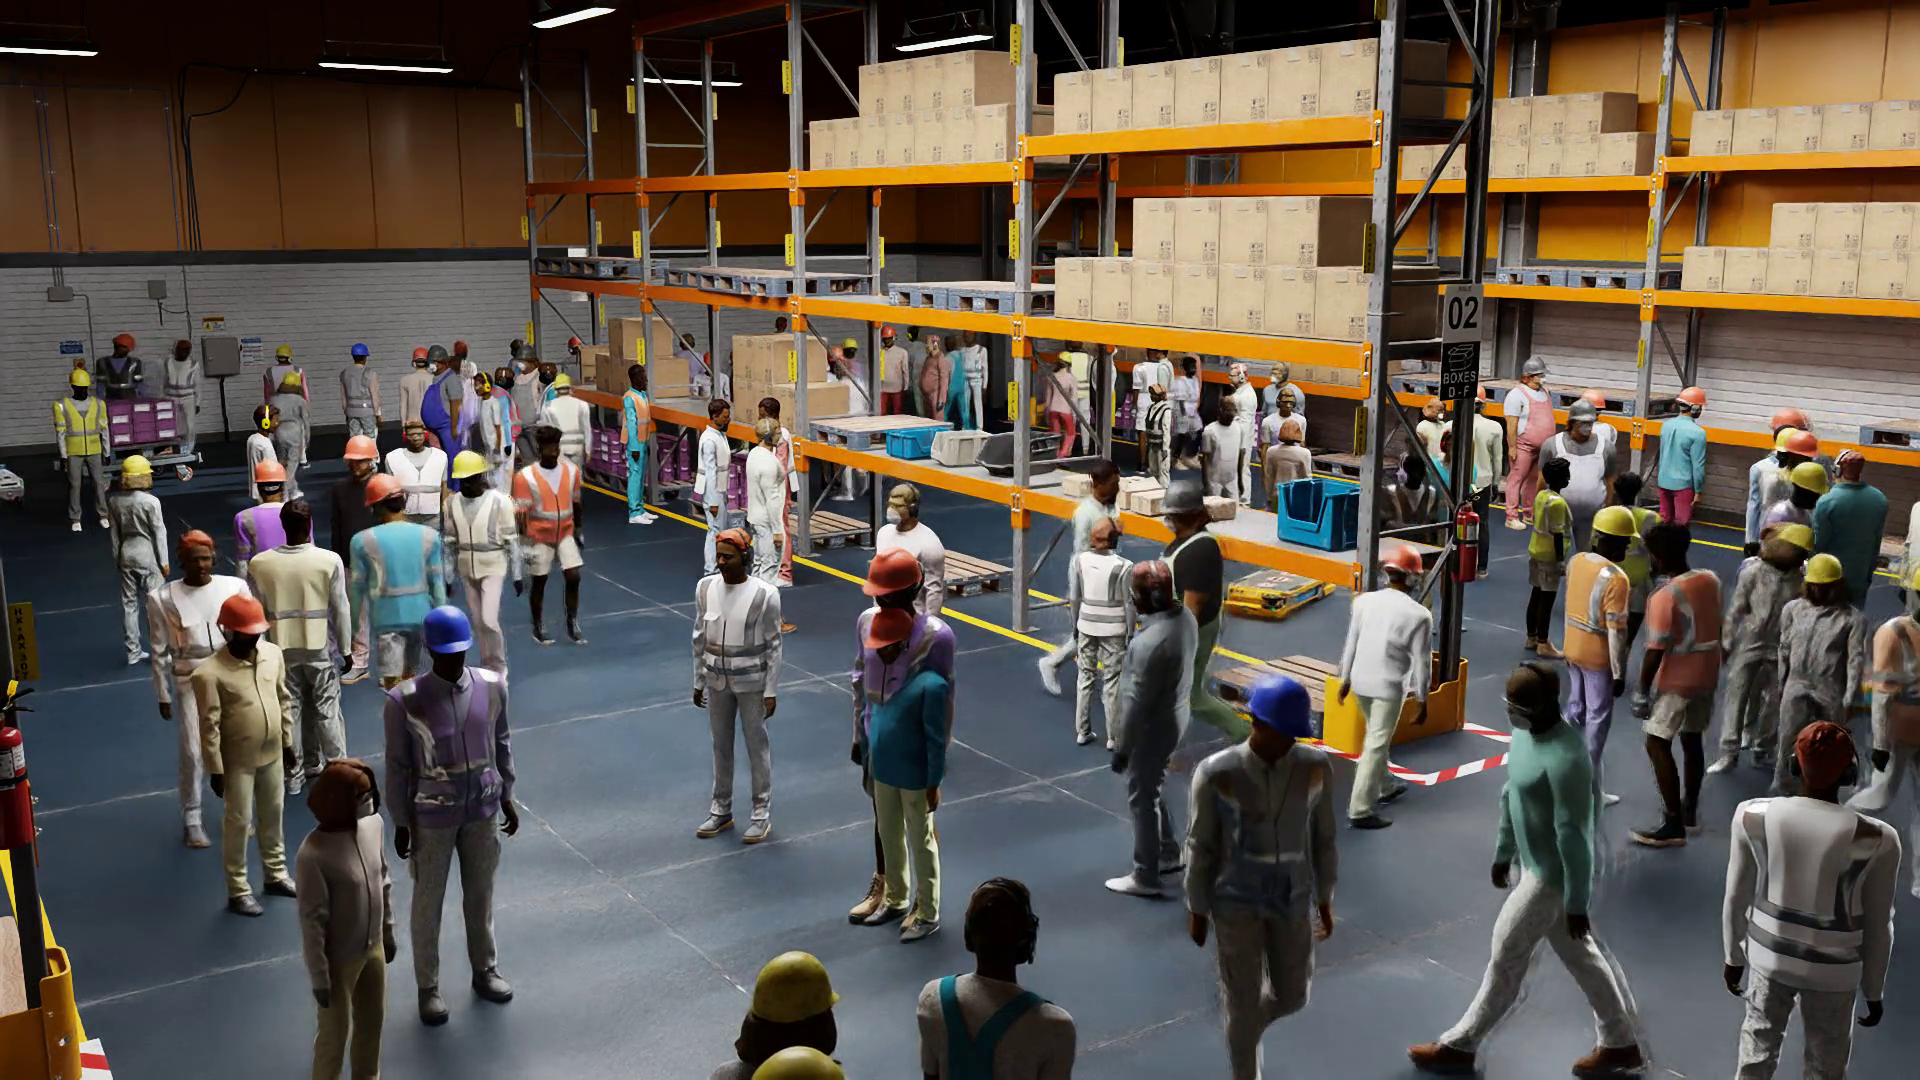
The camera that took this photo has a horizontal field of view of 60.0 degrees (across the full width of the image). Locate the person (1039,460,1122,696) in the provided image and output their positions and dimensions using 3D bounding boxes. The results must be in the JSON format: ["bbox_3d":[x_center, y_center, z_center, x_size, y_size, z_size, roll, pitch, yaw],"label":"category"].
[{"bbox_3d":[1.018,0.324,12.572,0.739,1.894,0.609,7,13,30],"label":"person"}]

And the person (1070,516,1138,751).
[{"bbox_3d":[0.997,0.649,11.570,0.520,1.636,0.312,8,14,36],"label":"person"}]

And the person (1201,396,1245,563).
[{"bbox_3d":[2.788,-0.629,17.664,0.535,1.824,0.420,-5,12,-24],"label":"person"}]

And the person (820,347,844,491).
[{"bbox_3d":[-1.684,-1.639,22.505,0.376,1.935,0.550,7,13,32],"label":"person"}]

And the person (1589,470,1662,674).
[{"bbox_3d":[5.285,0.292,13.268,0.559,1.674,0.459,6,13,28],"label":"person"}]

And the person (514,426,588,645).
[{"bbox_3d":[-3.467,-0.024,14.255,0.684,1.931,0.765,-9,14,-38],"label":"person"}]

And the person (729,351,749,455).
[{"bbox_3d":[-3.440,-2.128,25.786,0.281,1.634,0.498,-5,12,-25],"label":"person"}]

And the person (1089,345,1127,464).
[{"bbox_3d":[2.143,-2.003,24.102,0.535,2.000,0.681,0,11,-1],"label":"person"}]

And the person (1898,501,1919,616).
[{"bbox_3d":[7.304,0.349,12.456,0.400,1.894,0.653,-3,12,-16],"label":"person"}]

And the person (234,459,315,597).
[{"bbox_3d":[-5.049,0.363,12.307,0.548,1.925,0.388,-6,13,-28],"label":"person"}]

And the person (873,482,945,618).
[{"bbox_3d":[-0.369,0.572,11.187,0.372,1.940,0.631,-11,15,-43],"label":"person"}]

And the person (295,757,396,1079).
[{"bbox_3d":[-2.396,1.636,6.552,0.278,1.627,0.505,3,12,16],"label":"person"}]

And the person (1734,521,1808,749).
[{"bbox_3d":[5.609,0.670,11.484,0.525,1.629,0.313,9,14,39],"label":"person"}]

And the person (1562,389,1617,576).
[{"bbox_3d":[6.419,-0.569,17.027,0.542,1.939,0.361,-5,12,-24],"label":"person"}]

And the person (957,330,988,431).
[{"bbox_3d":[0.185,-2.569,27.423,0.590,1.879,0.363,6,13,28],"label":"person"}]

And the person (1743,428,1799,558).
[{"bbox_3d":[7.029,-0.013,14.237,0.587,1.919,0.401,9,14,39],"label":"person"}]

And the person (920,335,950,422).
[{"bbox_3d":[-0.411,-2.165,25.277,0.409,1.907,0.651,-5,12,-24],"label":"person"}]

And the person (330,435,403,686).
[{"bbox_3d":[-4.679,0.162,13.135,0.609,1.997,0.375,2,11,9],"label":"person"}]

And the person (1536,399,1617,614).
[{"bbox_3d":[5.673,-0.290,15.335,0.689,2.000,0.539,3,11,14],"label":"person"}]

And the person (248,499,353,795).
[{"bbox_3d":[-4.192,0.689,10.639,0.590,1.919,0.392,-1,11,-6],"label":"person"}]

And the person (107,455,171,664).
[{"bbox_3d":[-6.768,0.164,13.778,0.492,1.742,0.321,2,11,11],"label":"person"}]

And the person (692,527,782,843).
[{"bbox_3d":[-1.331,0.858,9.870,0.575,1.883,0.355,4,12,20],"label":"person"}]

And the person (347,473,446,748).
[{"bbox_3d":[-3.714,0.558,11.132,0.615,1.998,0.945,-9,14,-40],"label":"person"}]

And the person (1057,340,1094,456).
[{"bbox_3d":[1.786,-2.219,25.720,0.621,1.845,0.429,-2,11,-10],"label":"person"}]

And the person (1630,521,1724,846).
[{"bbox_3d":[4.271,0.842,9.849,0.736,1.929,0.395,-7,13,-33],"label":"person"}]

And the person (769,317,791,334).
[{"bbox_3d":[-3.306,-3.209,30.791,0.565,1.840,0.390,3,12,17],"label":"person"}]

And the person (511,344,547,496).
[{"bbox_3d":[-5.650,-1.549,21.778,0.688,2.000,0.536,8,14,35],"label":"person"}]

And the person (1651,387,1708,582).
[{"bbox_3d":[7.336,-0.562,16.889,0.408,1.987,0.607,-4,12,-18],"label":"person"}]

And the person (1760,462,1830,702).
[{"bbox_3d":[6.206,0.338,12.481,0.490,1.893,0.623,9,14,38],"label":"person"}]

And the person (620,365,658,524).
[{"bbox_3d":[-3.900,-1.162,20.115,0.392,1.920,0.593,0,11,2],"label":"person"}]

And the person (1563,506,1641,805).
[{"bbox_3d":[4.014,0.726,10.470,0.399,1.912,0.596,-2,11,-11],"label":"person"}]

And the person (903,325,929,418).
[{"bbox_3d":[-0.730,-2.748,28.446,0.535,1.832,0.610,-7,13,-31],"label":"person"}]

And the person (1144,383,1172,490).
[{"bbox_3d":[2.476,-1.141,20.744,0.314,1.632,0.516,-5,12,-22],"label":"person"}]

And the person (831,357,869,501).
[{"bbox_3d":[-1.447,-1.425,21.563,0.478,1.888,0.644,5,12,22],"label":"person"}]

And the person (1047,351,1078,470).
[{"bbox_3d":[1.480,-1.857,24.087,0.536,1.753,0.360,6,13,30],"label":"person"}]

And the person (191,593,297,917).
[{"bbox_3d":[-3.765,1.126,8.857,0.351,1.742,0.570,5,12,24],"label":"person"}]

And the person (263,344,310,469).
[{"bbox_3d":[-9.838,-1.944,24.337,0.600,1.830,0.403,-2,11,-11],"label":"person"}]

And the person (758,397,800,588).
[{"bbox_3d":[-1.821,-0.480,16.658,0.402,1.909,0.599,-3,12,-17],"label":"person"}]

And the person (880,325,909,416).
[{"bbox_3d":[-1.110,-2.372,26.111,0.621,1.992,0.397,2,11,8],"label":"person"}]

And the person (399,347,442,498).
[{"bbox_3d":[-7.028,-1.533,21.848,0.618,1.986,0.408,-4,12,-18],"label":"person"}]

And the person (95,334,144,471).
[{"bbox_3d":[-12.329,-2.035,24.438,0.684,1.993,0.681,-6,12,-27],"label":"person"}]

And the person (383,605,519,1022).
[{"bbox_3d":[-2.342,1.245,7.717,0.615,1.945,0.405,-9,14,-39],"label":"person"}]

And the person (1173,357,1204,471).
[{"bbox_3d":[3.332,-1.819,24.108,0.528,1.672,0.547,9,14,40],"label":"person"}]

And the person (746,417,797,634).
[{"bbox_3d":[-1.699,-0.132,14.789,0.372,1.940,0.631,-5,12,-22],"label":"person"}]

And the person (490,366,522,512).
[{"bbox_3d":[-5.702,-1.259,20.842,0.429,1.833,0.637,-5,12,-23],"label":"person"}]

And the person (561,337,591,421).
[{"bbox_3d":[-6.178,-2.390,26.815,0.563,1.753,0.327,-10,15,-42],"label":"person"}]

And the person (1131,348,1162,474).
[{"bbox_3d":[2.748,-1.921,23.911,0.601,1.958,0.372,-3,11,-15],"label":"person"}]

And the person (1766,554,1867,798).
[{"bbox_3d":[5.146,0.925,10.010,0.497,1.691,0.914,9,14,37],"label":"person"}]

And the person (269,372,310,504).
[{"bbox_3d":[-8.664,-1.310,21.477,0.517,1.693,0.856,0,11,0],"label":"person"}]
